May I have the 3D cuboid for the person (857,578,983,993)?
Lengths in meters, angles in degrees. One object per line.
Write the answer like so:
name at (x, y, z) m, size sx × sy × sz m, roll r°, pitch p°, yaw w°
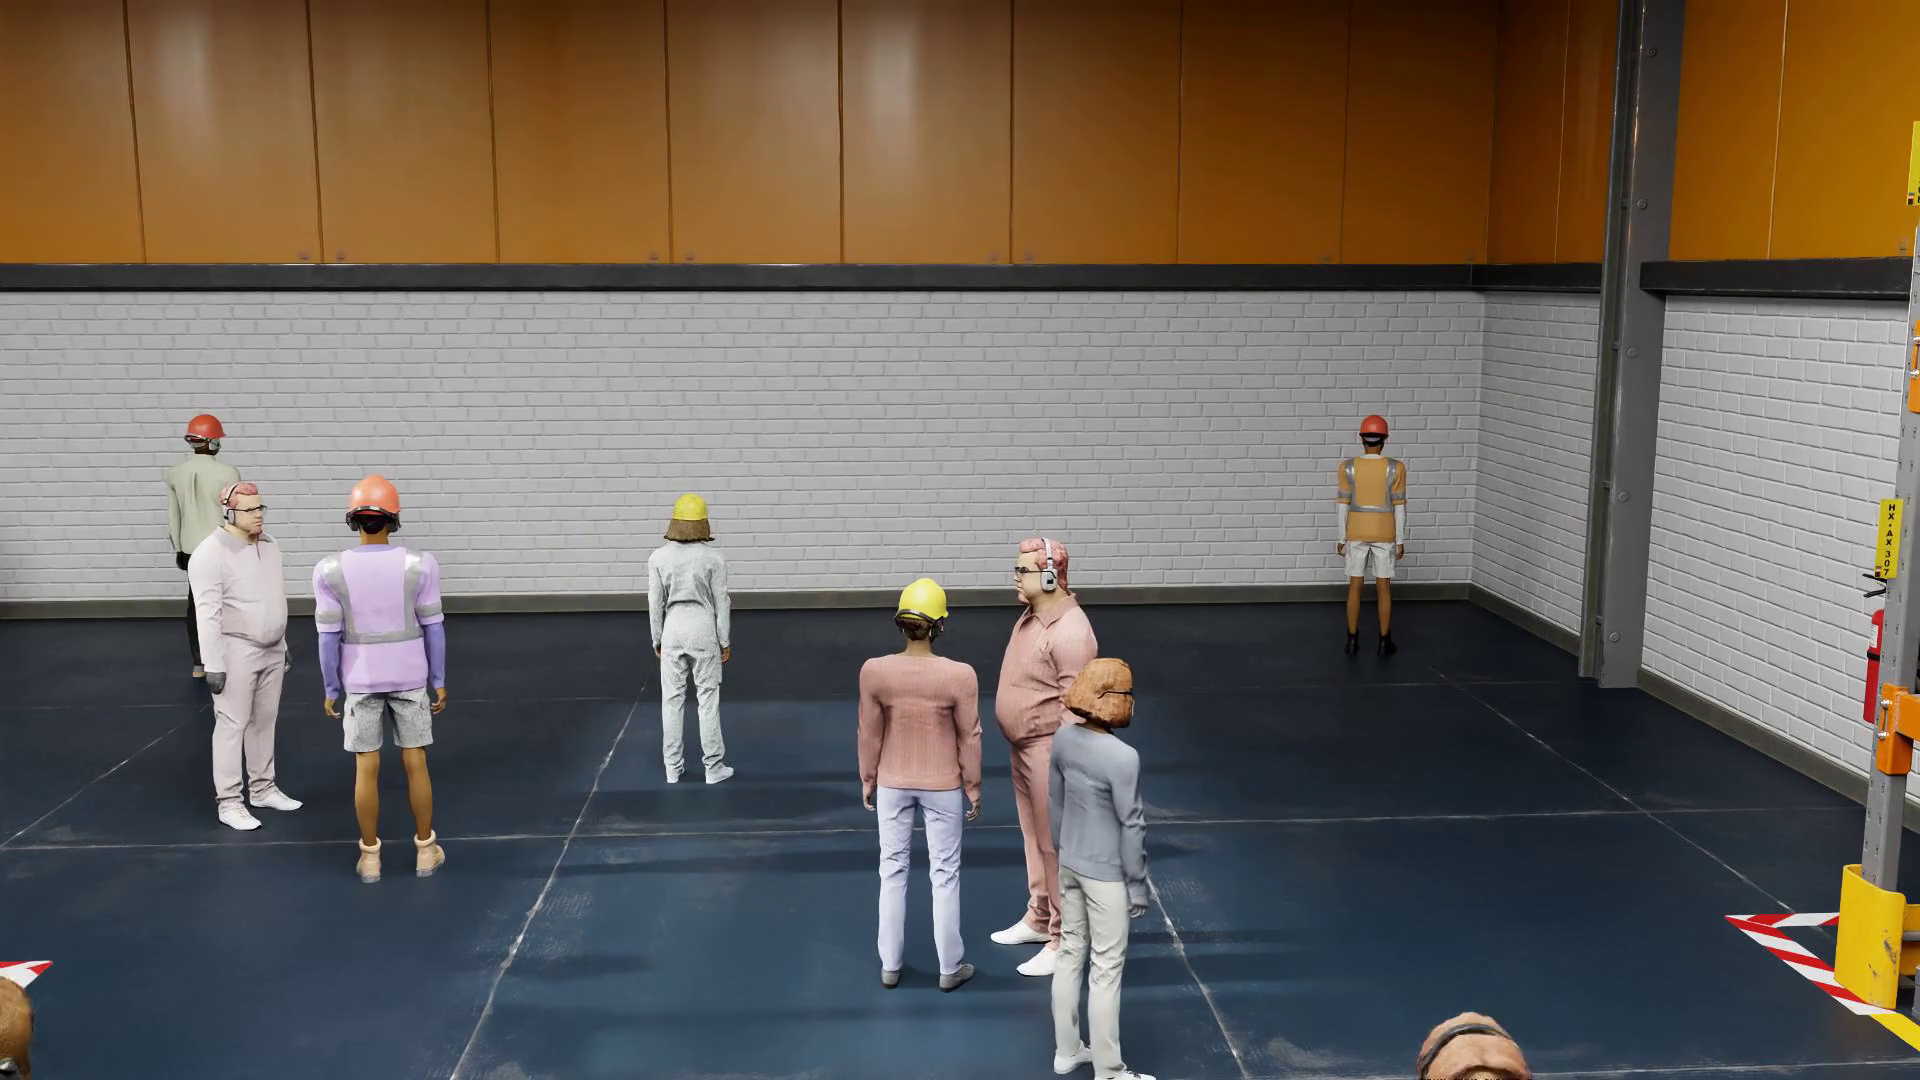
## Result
person at (-0.165, 1.038, 7.061) m, size 0.535 × 1.767 × 0.316 m, roll 2°, pitch 9°, yaw 11°

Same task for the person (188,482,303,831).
person at (-3.921, 0.626, 9.206) m, size 0.402 × 1.906 × 0.652 m, roll 2°, pitch 9°, yaw 14°

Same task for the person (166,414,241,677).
person at (-5.641, 0.050, 12.543) m, size 0.610 × 1.996 × 0.386 m, roll 1°, pitch 9°, yaw 9°

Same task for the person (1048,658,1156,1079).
person at (0.518, 1.240, 6.205) m, size 0.284 × 1.633 × 0.498 m, roll -6°, pitch 11°, yaw -32°

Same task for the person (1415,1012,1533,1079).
person at (0.970, 1.705, 3.297) m, size 0.522 × 1.634 × 0.327 m, roll 0°, pitch 9°, yaw -2°

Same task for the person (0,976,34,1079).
person at (-1.620, 1.638, 3.151) m, size 0.718 × 1.816 × 0.543 m, roll -7°, pitch 12°, yaw -39°

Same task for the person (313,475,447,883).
person at (-2.888, 0.695, 8.341) m, size 0.605 × 2.045 × 0.379 m, roll -3°, pitch 9°, yaw -16°

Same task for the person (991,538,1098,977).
person at (0.353, 0.933, 7.278) m, size 0.409 × 1.907 × 0.651 m, roll -2°, pitch 9°, yaw -15°

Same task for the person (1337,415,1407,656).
person at (3.285, -0.035, 13.291) m, size 0.542 × 1.929 × 0.373 m, roll 3°, pitch 10°, yaw 20°

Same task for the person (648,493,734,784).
person at (-1.604, 0.588, 9.955) m, size 0.492 × 1.742 × 0.320 m, roll 1°, pitch 9°, yaw 8°
